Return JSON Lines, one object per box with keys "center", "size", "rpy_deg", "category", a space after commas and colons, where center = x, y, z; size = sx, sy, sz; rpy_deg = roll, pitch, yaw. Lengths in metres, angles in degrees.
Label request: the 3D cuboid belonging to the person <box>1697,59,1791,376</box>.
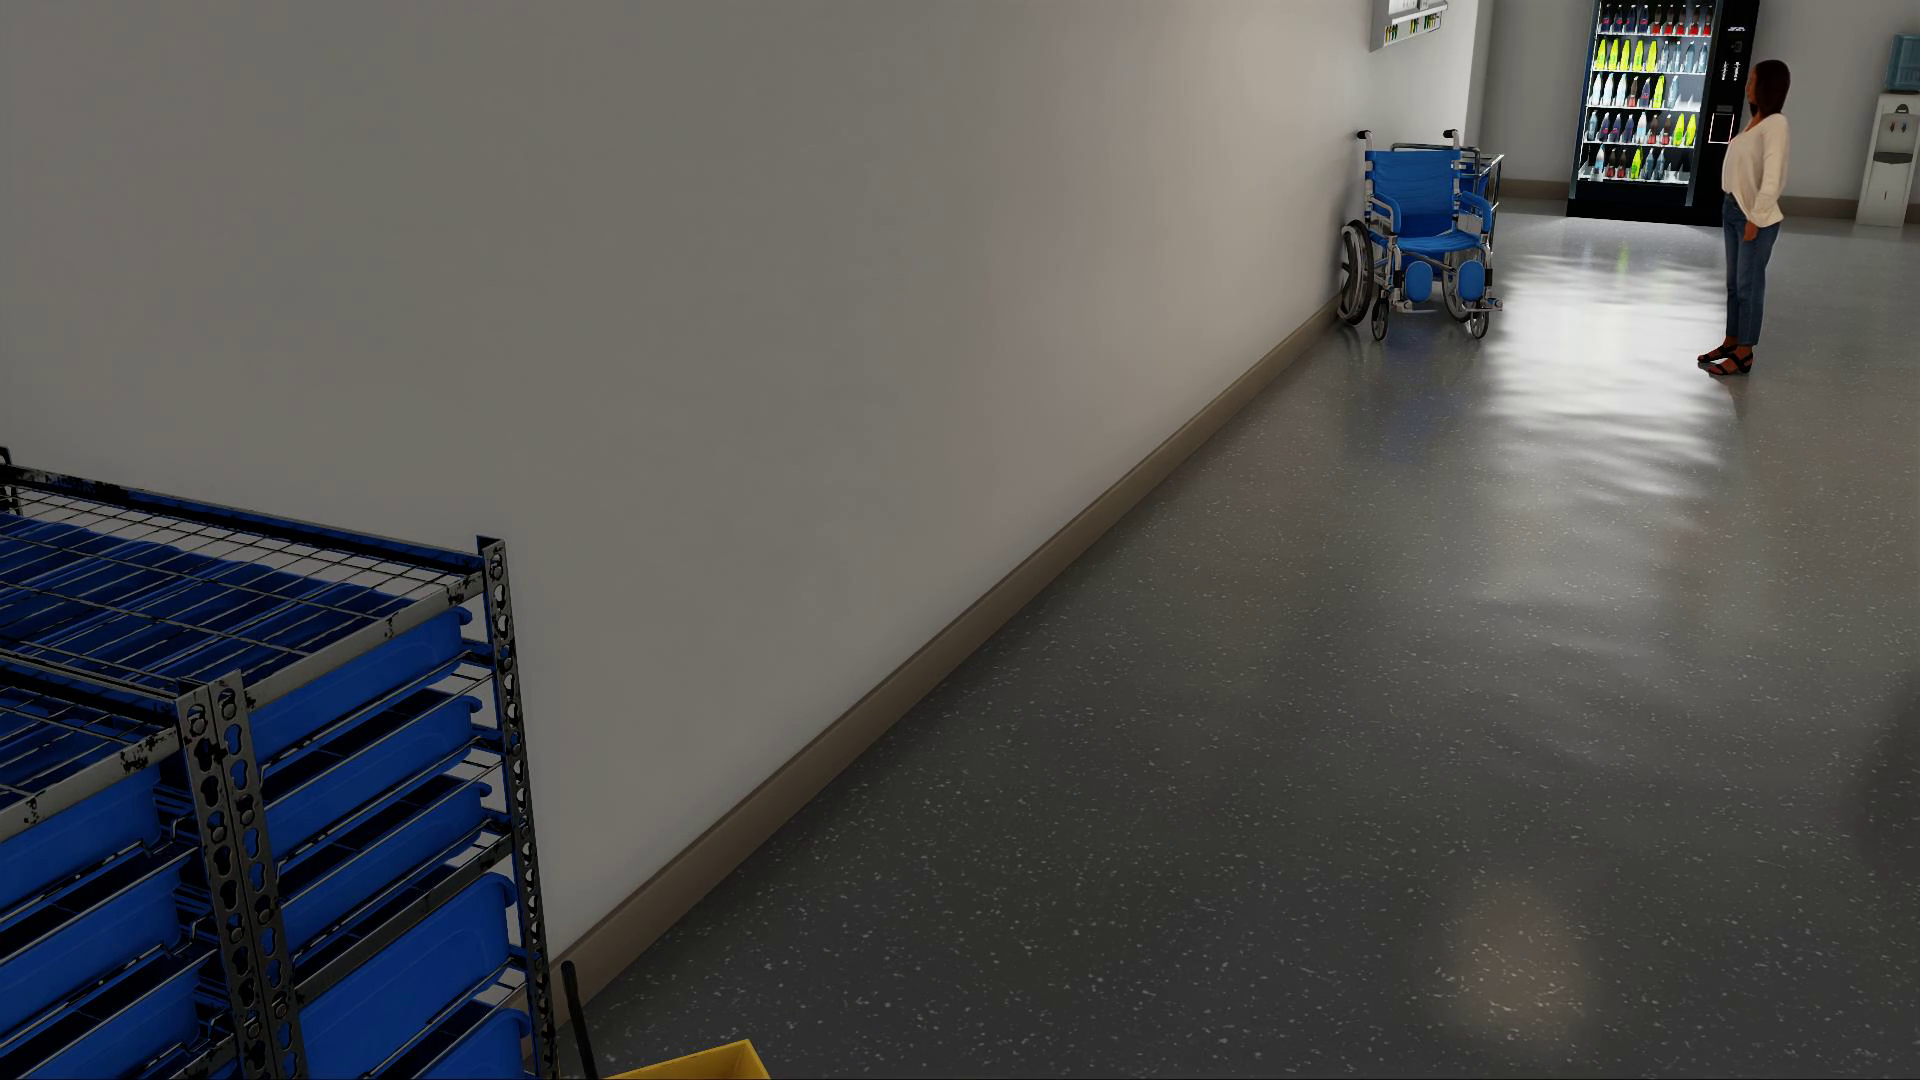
{"center": [4.315, -1.752, 9.056], "size": [0.631, 1.680, 0.678], "rpy_deg": [3, 21, 8], "category": "person"}
